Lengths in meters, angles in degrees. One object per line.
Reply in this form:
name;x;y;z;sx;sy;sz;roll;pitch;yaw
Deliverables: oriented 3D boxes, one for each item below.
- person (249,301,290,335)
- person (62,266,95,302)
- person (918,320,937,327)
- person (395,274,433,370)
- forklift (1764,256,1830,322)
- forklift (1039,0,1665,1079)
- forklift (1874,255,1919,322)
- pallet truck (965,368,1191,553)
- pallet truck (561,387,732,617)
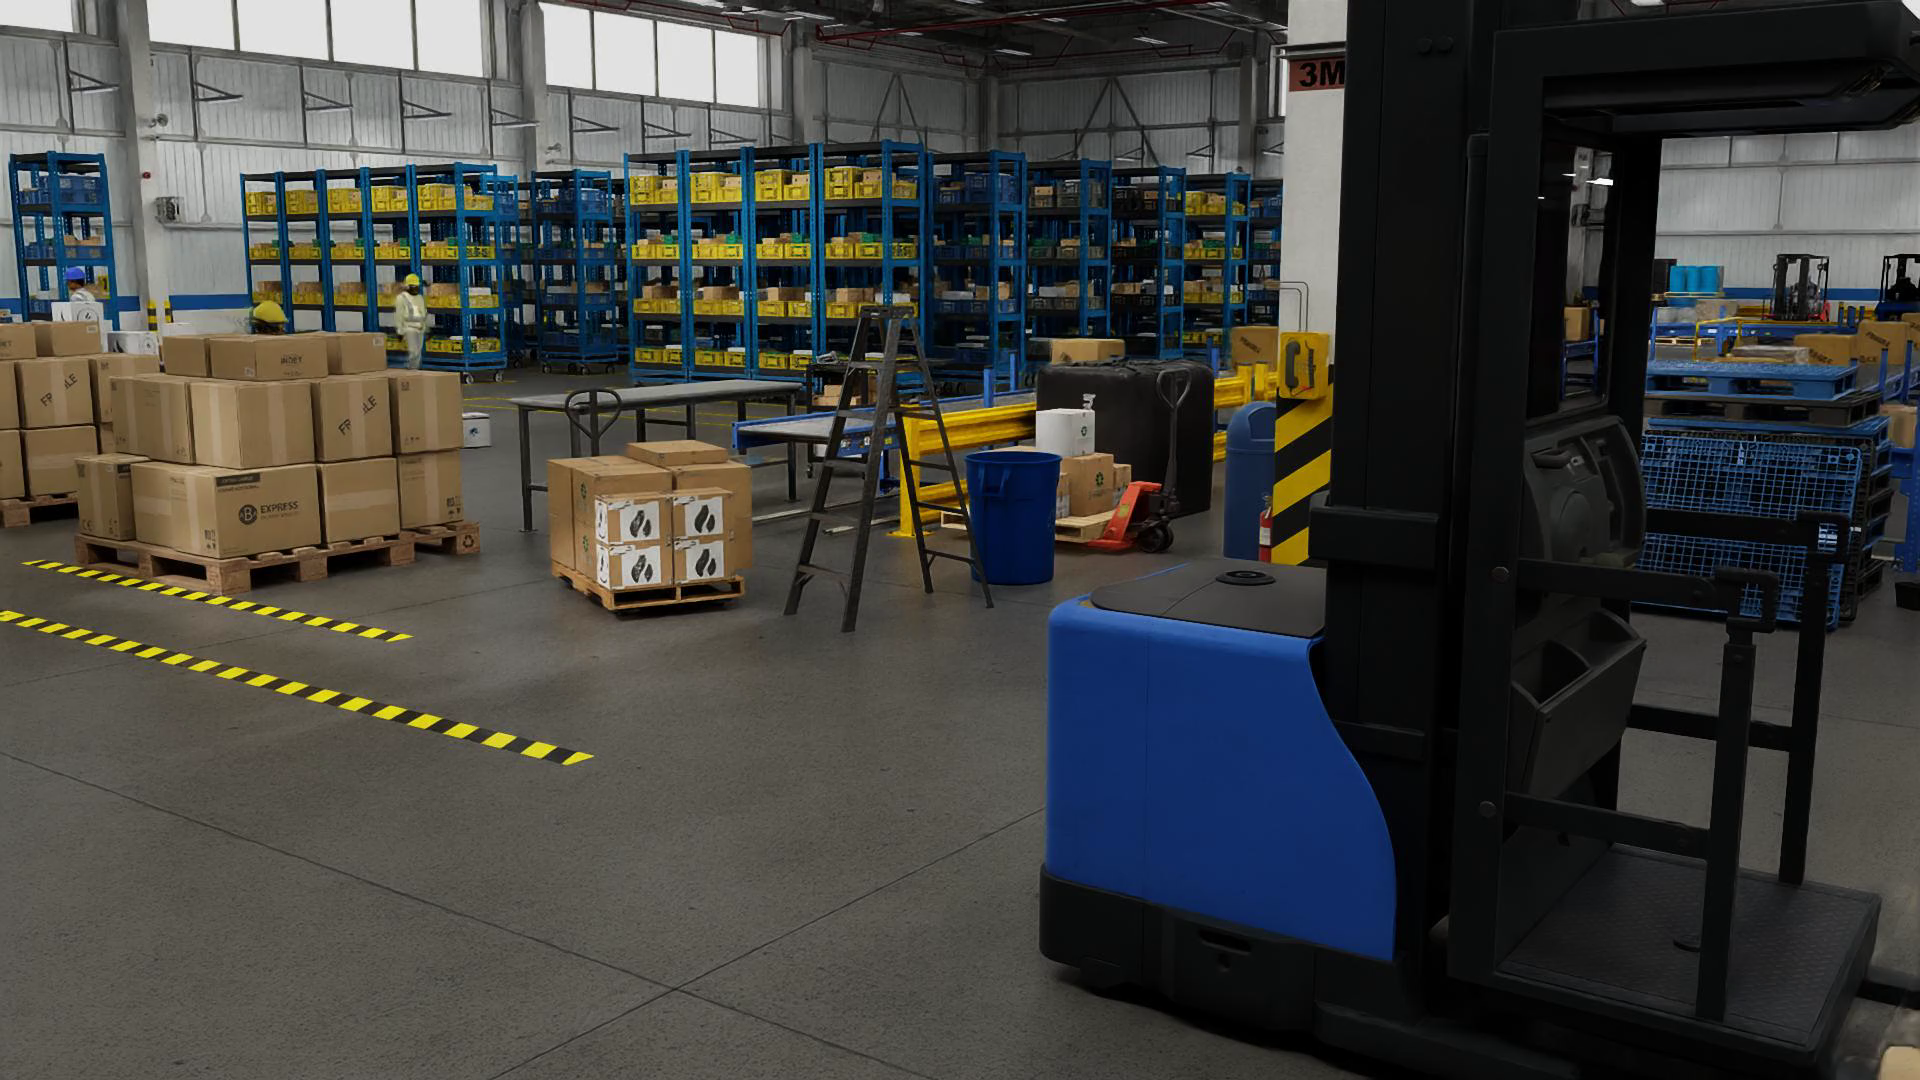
person;-5.187;-0.909;12.385;0.532;1.730;0.893;8;12;40
person;-11.838;-2.709;22.450;0.404;1.945;0.615;-2;10;-13
person;-0.721;-4.966;36.356;0.572;1.799;0.962;8;13;40
person;-8.867;-3.421;27.101;0.482;1.816;0.595;4;11;25
forklift;20.253;-5.854;40.139;1.157;1.987;2.680;7;12;35
forklift;1.249;-0.137;4.360;1.873;2.768;1.129;7;12;35
forklift;22.089;-5.634;38.796;1.157;1.987;2.680;6;11;33
pallet truck;0.845;-0.609;11.869;1.630;1.274;0.653;7;12;35
pallet truck;-1.981;-0.274;10.088;0.680;1.201;1.601;-5;11;-28
